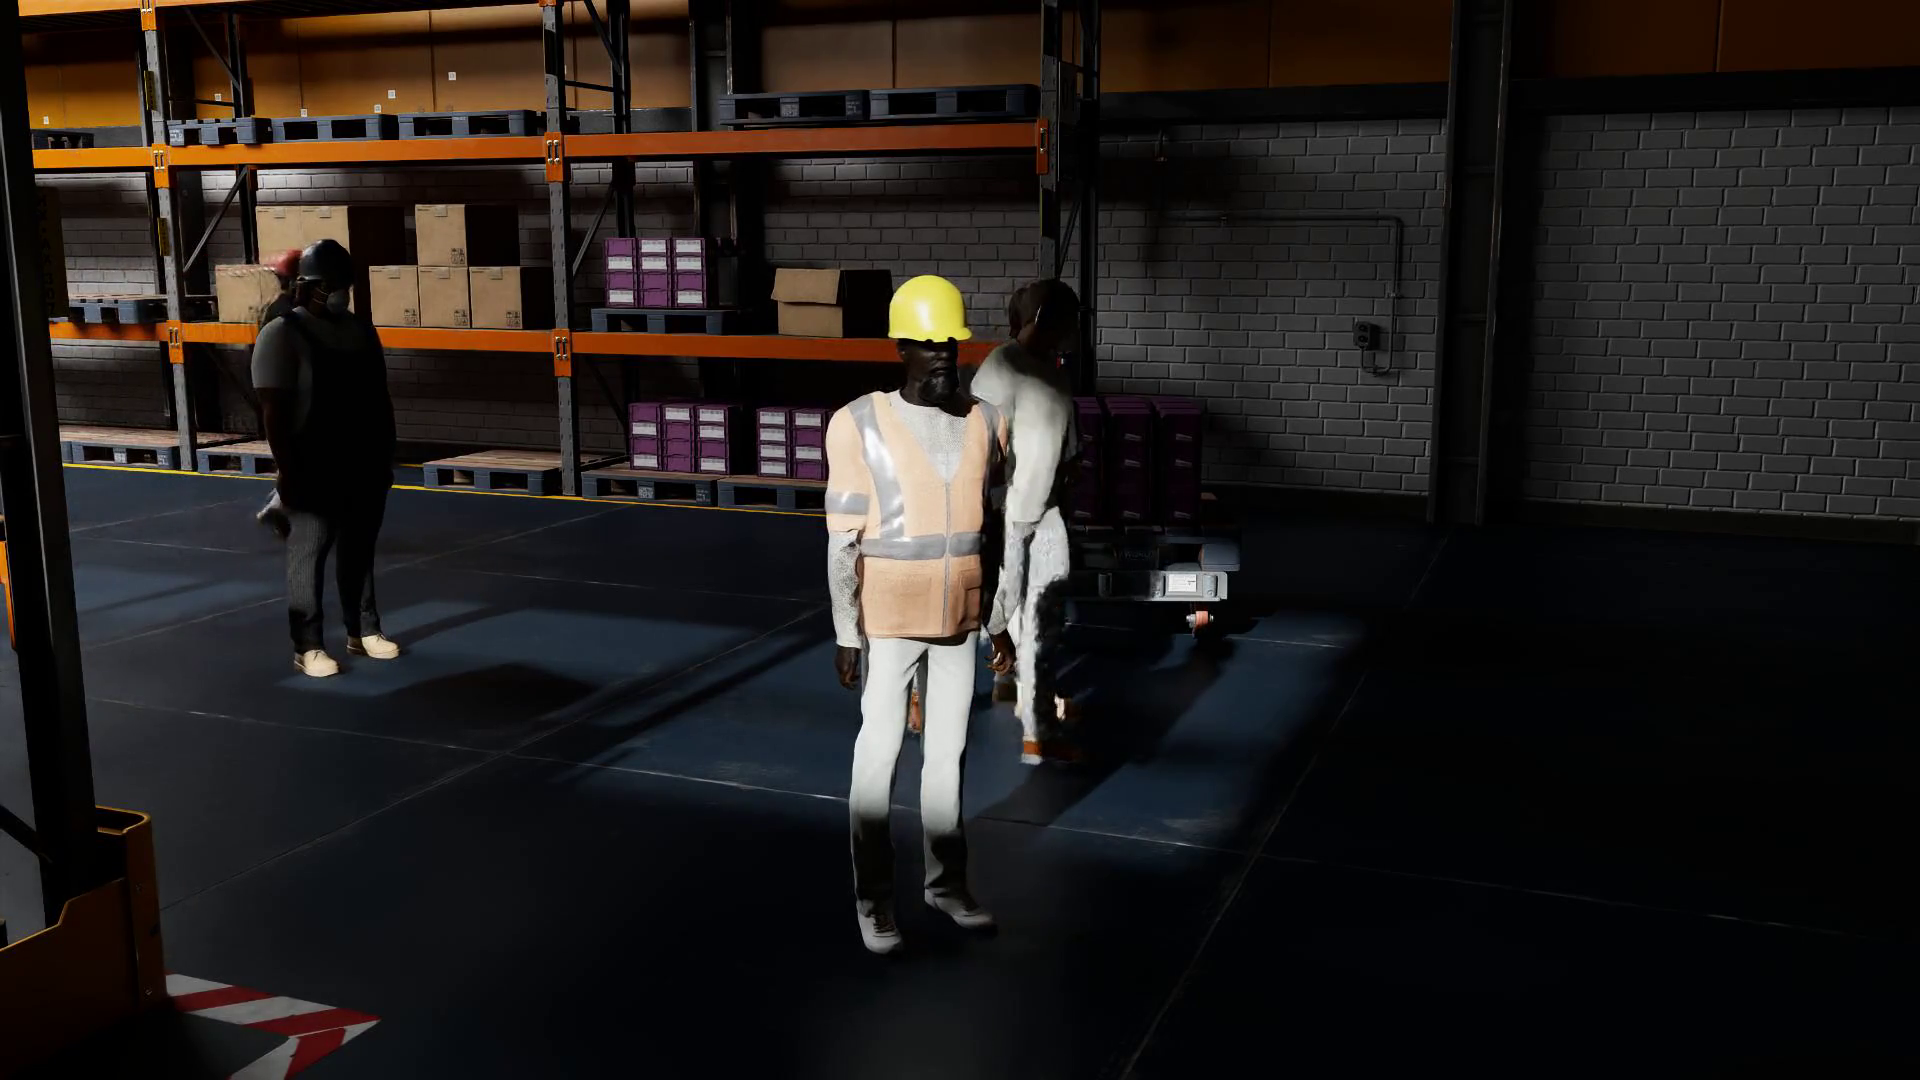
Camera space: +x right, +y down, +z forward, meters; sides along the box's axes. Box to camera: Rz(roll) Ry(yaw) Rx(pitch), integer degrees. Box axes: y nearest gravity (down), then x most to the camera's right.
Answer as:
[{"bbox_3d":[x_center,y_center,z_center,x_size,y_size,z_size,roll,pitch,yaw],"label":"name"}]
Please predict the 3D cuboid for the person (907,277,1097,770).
[{"bbox_3d":[0.175,-0.084,6.542,0.861,1.890,0.688,7,12,34],"label":"person"}]

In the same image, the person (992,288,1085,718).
[{"bbox_3d":[0.317,-0.164,7.130,0.429,1.842,0.634,-3,11,-17],"label":"person"}]

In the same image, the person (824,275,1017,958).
[{"bbox_3d":[-0.099,0.214,4.781,0.584,1.929,0.371,-6,12,-30],"label":"person"}]

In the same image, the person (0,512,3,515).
[{"bbox_3d":[-7.082,-1.056,11.907,0.624,1.915,0.565,-4,11,-20],"label":"person"}]

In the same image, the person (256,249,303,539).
[{"bbox_3d":[-4.421,-0.933,11.046,0.484,1.979,0.616,-9,13,-41],"label":"person"}]

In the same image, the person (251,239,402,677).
[{"bbox_3d":[-2.922,-0.395,7.860,0.535,2.000,0.687,5,11,28],"label":"person"}]
